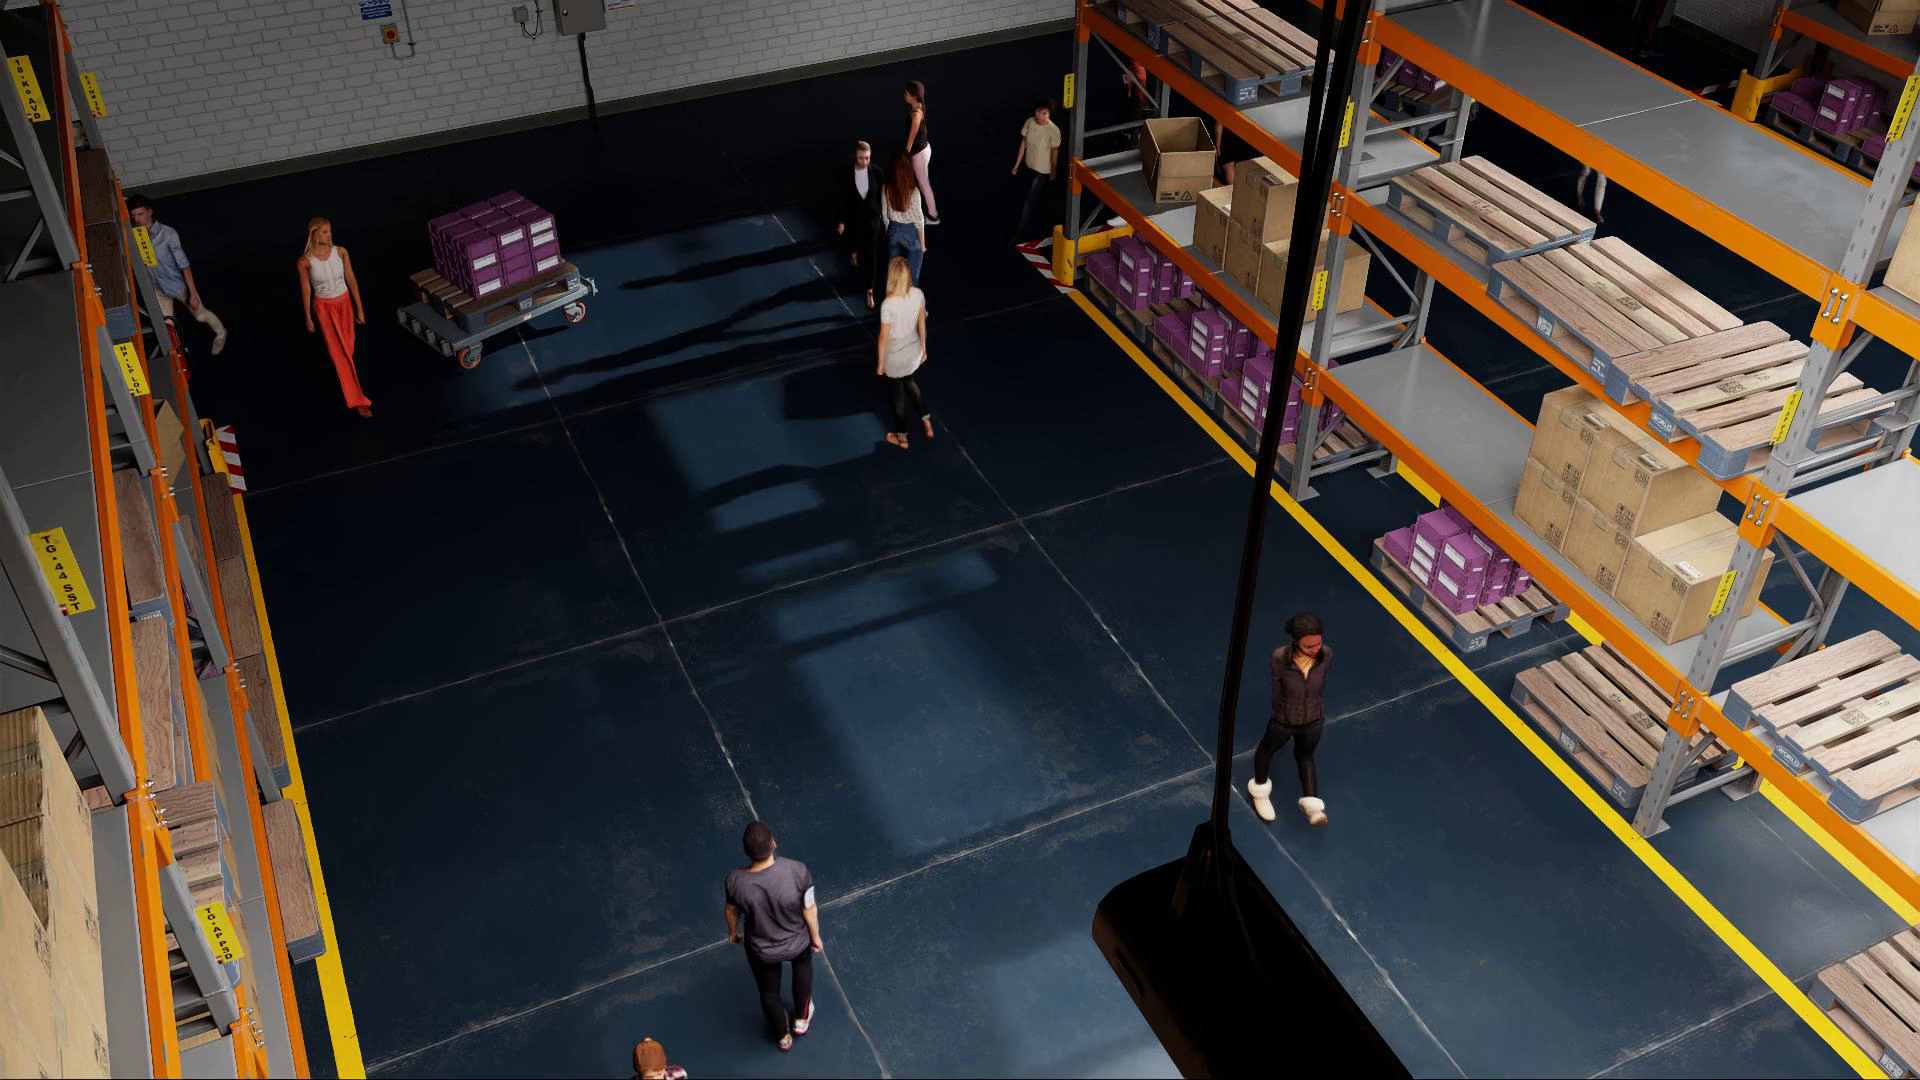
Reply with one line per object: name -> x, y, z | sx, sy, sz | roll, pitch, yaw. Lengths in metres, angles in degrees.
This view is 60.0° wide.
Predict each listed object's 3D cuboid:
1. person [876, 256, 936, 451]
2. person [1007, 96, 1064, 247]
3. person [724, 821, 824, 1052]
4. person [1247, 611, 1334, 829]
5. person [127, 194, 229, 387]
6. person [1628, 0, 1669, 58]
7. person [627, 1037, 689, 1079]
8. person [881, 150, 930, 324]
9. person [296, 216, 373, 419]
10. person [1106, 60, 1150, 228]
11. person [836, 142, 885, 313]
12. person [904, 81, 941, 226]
person -> -0.415, -1.471, 13.670 | 0.728, 1.815, 0.821 | -31, 48, -33
person -> 0.849, -3.747, 16.745 | 0.798, 1.533, 1.006 | -25, 45, -28
person -> -1.001, 2.239, 9.074 | 0.741, 1.754, 0.704 | -5, 39, -6
person -> 2.140, 1.212, 10.443 | 0.971, 1.650, 0.711 | -15, 41, -18
person -> -6.896, -2.256, 14.661 | 1.072, 1.806, 1.347 | 3, 39, 3
person -> 8.594, -6.898, 20.426 | 0.775, 1.865, 0.593 | -9, 40, -12
person -> -1.555, 2.957, 8.548 | 0.575, 1.287, 0.885 | -13, 40, -15
person -> -0.521, -2.813, 15.420 | 0.633, 1.728, 0.714 | 18, 42, 21
person -> -5.427, -2.000, 14.374 | 0.847, 1.763, 1.246 | -25, 45, -28
person -> 1.804, -4.017, 16.888 | 0.642, 1.778, 0.672 | -13, 40, -16
person -> -0.949, -3.064, 15.804 | 0.841, 1.641, 1.244 | -5, 39, -7
person -> -0.354, -3.928, 16.965 | 0.804, 1.542, 0.848 | 0, 39, 0
